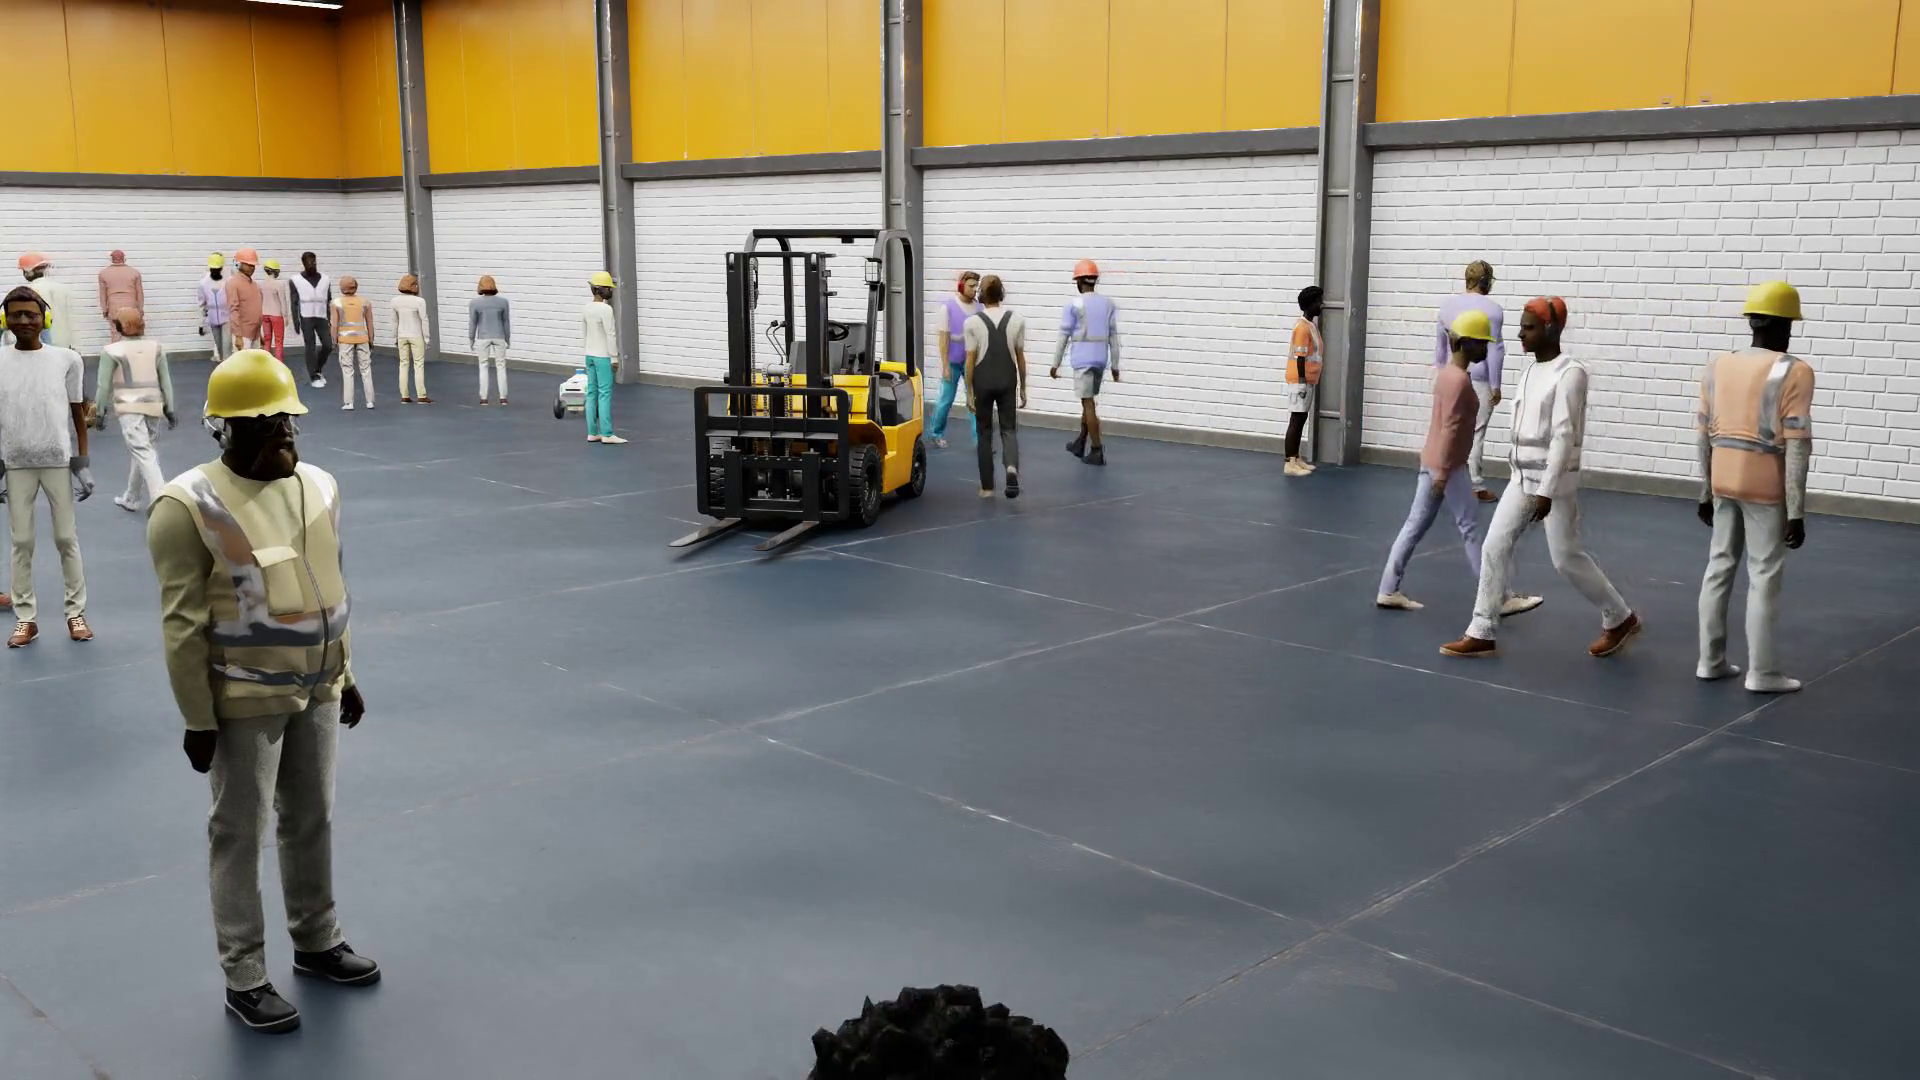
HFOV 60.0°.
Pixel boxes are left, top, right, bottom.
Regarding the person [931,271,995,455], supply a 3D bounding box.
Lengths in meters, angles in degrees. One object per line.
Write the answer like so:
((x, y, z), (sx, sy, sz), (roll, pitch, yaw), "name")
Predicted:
((-0.010, -1.758, 16.429), (0.600, 1.802, 0.903), (-7, 12, -32), "person")

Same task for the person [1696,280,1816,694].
((3.729, -0.249, 7.816), (0.390, 1.926, 0.596), (-5, 11, -25), "person")

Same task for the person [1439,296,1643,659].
((2.972, -0.295, 8.307), (0.967, 1.841, 0.578), (-2, 11, -11), "person")

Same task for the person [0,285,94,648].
((-4.816, -0.382, 8.684), (0.508, 1.876, 0.328), (-5, 12, -25), "person")

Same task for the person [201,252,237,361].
((-12.573, -3.960, 28.283), (0.429, 1.842, 0.636), (10, 14, 42), "person")

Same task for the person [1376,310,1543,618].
((2.791, -0.418, 9.308), (0.891, 1.714, 0.535), (1, 10, 7), "person")

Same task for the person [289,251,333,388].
((-9.083, -3.093, 23.373), (0.444, 1.905, 0.625), (10, 14, 44), "person")

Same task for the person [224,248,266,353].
((-8.270, -2.393, 19.340), (0.391, 1.987, 0.608), (1, 10, 3), "person")

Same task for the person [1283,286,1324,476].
((3.064, -1.414, 14.822), (0.321, 1.691, 0.532), (4, 11, 19), "person")

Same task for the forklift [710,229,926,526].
((-1.050, -1.319, 12.920), (1.214, 2.155, 2.313), (2, 11, 13), "forklift")

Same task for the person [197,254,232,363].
((-10.474, -3.095, 23.529), (0.633, 1.852, 1.063), (0, 10, 0), "person")

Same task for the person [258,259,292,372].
((-10.649, -3.470, 25.845), (0.519, 1.756, 0.346), (4, 11, 20), "person")

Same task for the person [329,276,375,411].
((-7.417, -2.398, 20.322), (0.516, 1.636, 0.314), (-7, 12, -33), "person")

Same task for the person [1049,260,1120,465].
((1.135, -1.679, 15.696), (0.567, 1.893, 0.924), (-6, 12, -31), "person")

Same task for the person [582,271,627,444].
((-3.674, -1.866, 17.082), (0.329, 1.763, 0.523), (-10, 14, -42), "person")

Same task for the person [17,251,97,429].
((-9.613, -2.082, 17.678), (0.660, 1.972, 0.622), (3, 11, 15), "person")

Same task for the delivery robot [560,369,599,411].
((-4.468, -1.770, 19.592), (0.477, 0.478, 0.707), (0, 10, 2), "delivery robot")

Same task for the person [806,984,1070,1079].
((-0.019, 1.114, 1.132), (0.545, 1.637, 0.909), (2, 11, 9), "person")

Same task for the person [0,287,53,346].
((-9.528, -1.755, 16.856), (0.654, 1.627, 0.391), (-3, 11, -17), "person")

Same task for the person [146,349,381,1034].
((-1.871, 0.398, 4.541), (0.404, 1.832, 0.598), (5, 11, 24), "person")

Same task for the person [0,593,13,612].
((-5.894, -0.507, 9.339), (0.973, 1.894, 0.642), (-1, 10, -5), "person")

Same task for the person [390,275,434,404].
((-6.967, -2.544, 21.125), (0.509, 1.632, 0.269), (2, 11, 13), "person")

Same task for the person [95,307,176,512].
((-6.254, -0.962, 12.594), (0.856, 1.586, 0.536), (6, 12, 30), "person")

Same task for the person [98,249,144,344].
((-13.649, -3.774, 27.116), (0.646, 1.904, 0.401), (-4, 11, -20), "person")

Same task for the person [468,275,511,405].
((-5.925, -2.512, 20.973), (0.508, 1.632, 0.288), (-4, 11, -20), "person")

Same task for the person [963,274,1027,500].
((0.295, -1.200, 13.269), (0.534, 1.829, 0.581), (-2, 11, -8), "person")

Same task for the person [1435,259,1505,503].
((4.084, -1.266, 13.328), (0.352, 1.937, 0.635), (-6, 12, -31), "person")
